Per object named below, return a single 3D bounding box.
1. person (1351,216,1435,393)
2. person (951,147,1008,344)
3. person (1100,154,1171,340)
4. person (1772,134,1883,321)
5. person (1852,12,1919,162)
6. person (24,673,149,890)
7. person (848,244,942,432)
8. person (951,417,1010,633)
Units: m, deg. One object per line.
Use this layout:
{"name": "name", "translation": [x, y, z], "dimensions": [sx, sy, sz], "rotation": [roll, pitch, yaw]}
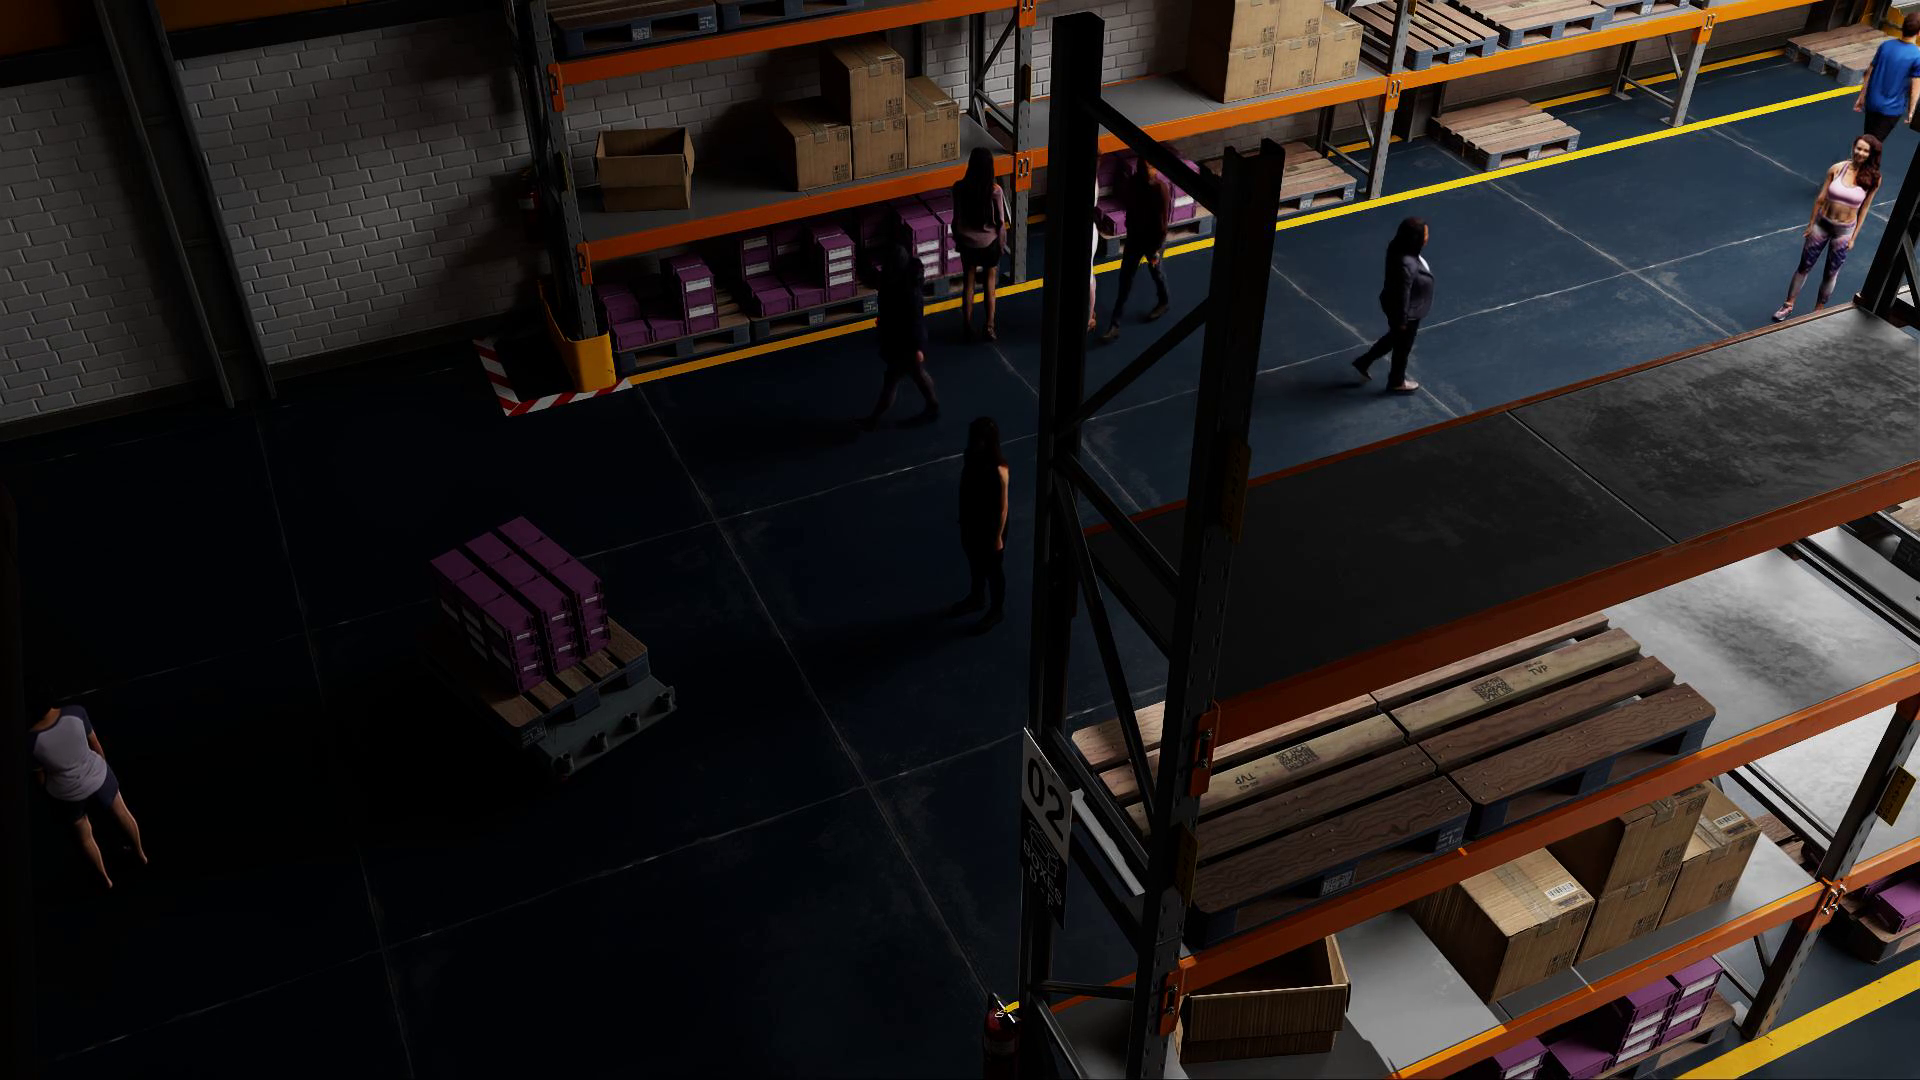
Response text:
{"name": "person", "translation": [3.531, -1.908, 13.562], "dimensions": [0.928, 1.590, 0.840], "rotation": [-1, 39, -1]}
{"name": "person", "translation": [0.163, -2.488, 14.111], "dimensions": [0.671, 1.811, 0.761], "rotation": [8, 39, 10]}
{"name": "person", "translation": [1.655, -2.574, 14.280], "dimensions": [0.974, 1.734, 1.235], "rotation": [28, 47, 31]}
{"name": "person", "translation": [7.543, -2.668, 14.375], "dimensions": [0.691, 1.763, 0.715], "rotation": [23, 44, 26]}
{"name": "person", "translation": [8.976, -4.232, 16.263], "dimensions": [0.699, 1.851, 0.686], "rotation": [-21, 43, -24]}
{"name": "person", "translation": [-5.035, 1.363, 9.487], "dimensions": [0.684, 1.564, 0.576], "rotation": [30, 47, 32]}
{"name": "person", "translation": [-0.357, -1.583, 13.120], "dimensions": [1.059, 1.633, 0.760], "rotation": [-11, 40, -14]}
{"name": "person", "translation": [0.163, -0.119, 11.244], "dimensions": [0.605, 1.687, 0.637], "rotation": [-26, 45, -28]}
